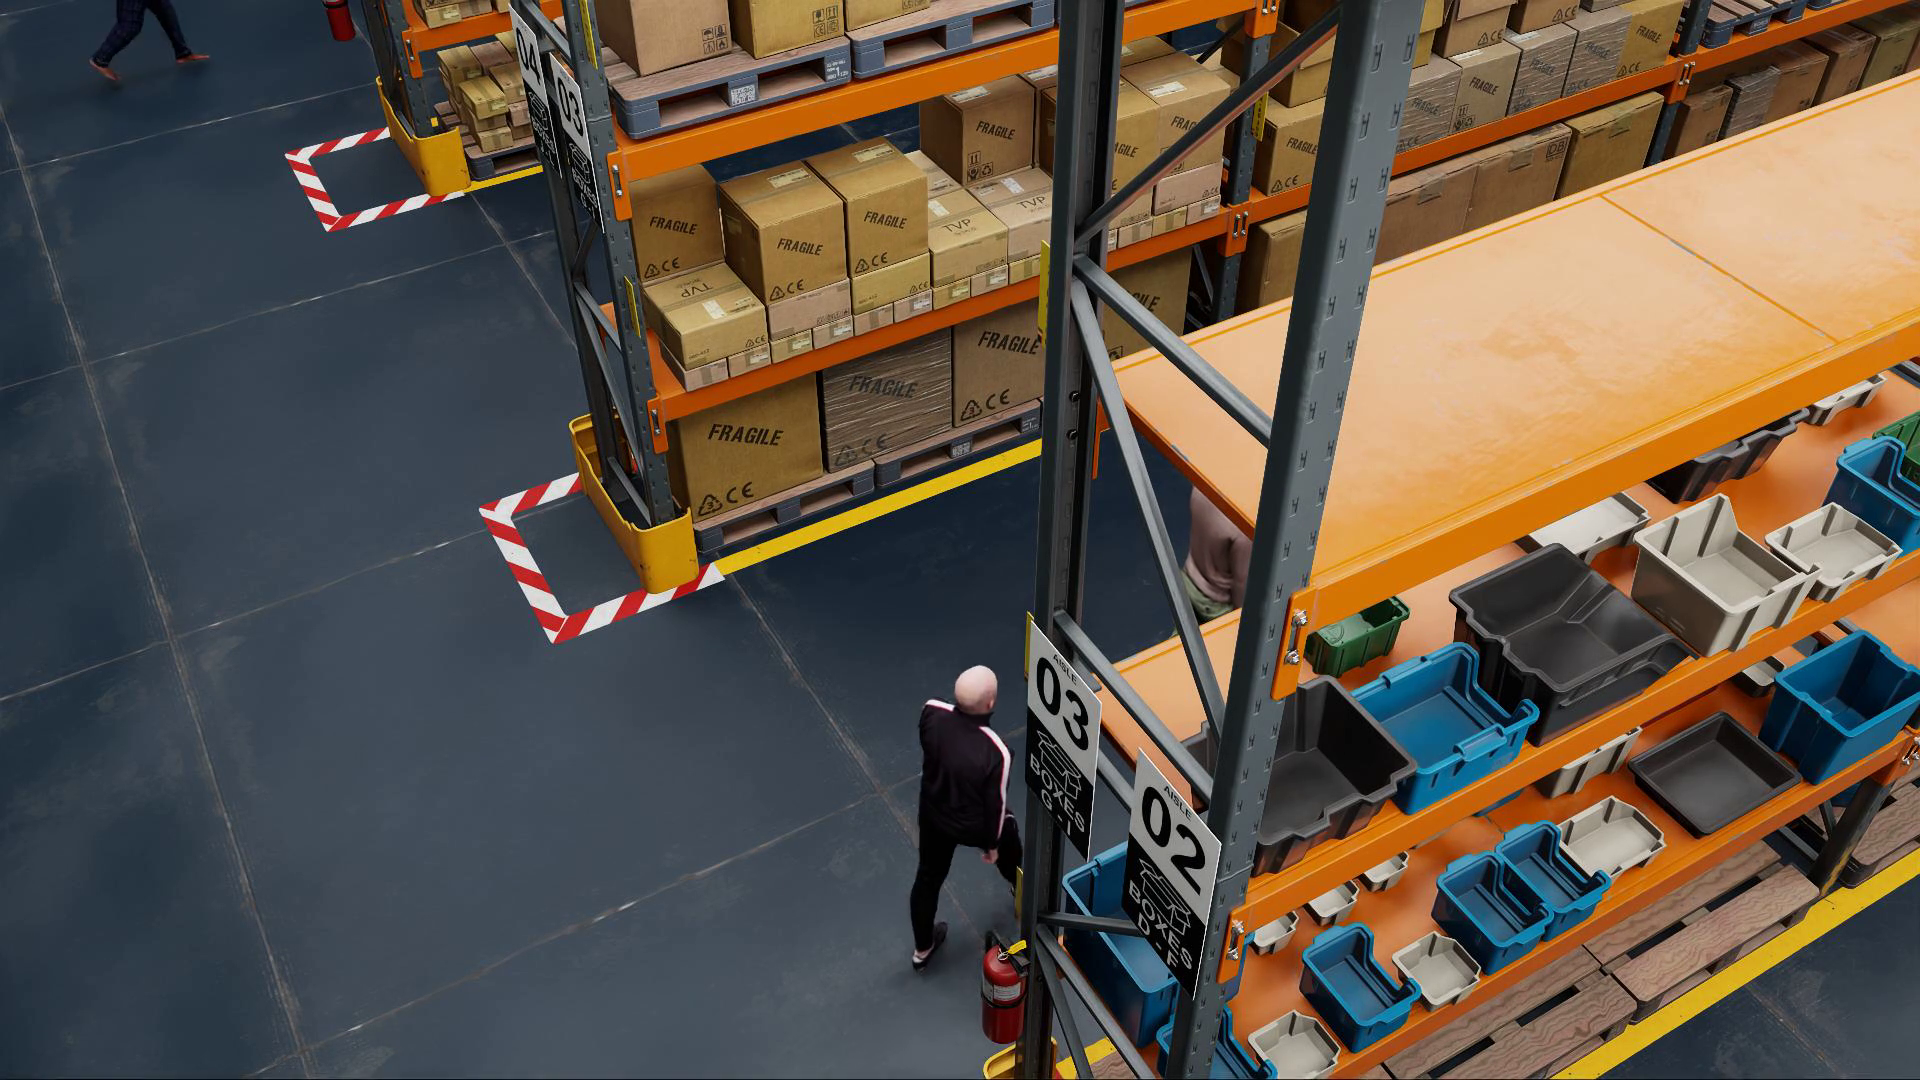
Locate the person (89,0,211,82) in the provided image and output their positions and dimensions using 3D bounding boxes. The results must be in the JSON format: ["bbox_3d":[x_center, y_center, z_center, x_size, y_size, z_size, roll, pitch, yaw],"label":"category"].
[{"bbox_3d":[-6.989,-4.664,13.803,1.178,1.779,0.735,-17,46,-17],"label":"person"}]

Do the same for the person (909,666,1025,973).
[{"bbox_3d":[-0.053,1.310,7.396,0.985,1.792,1.208,24,48,24],"label":"person"}]
